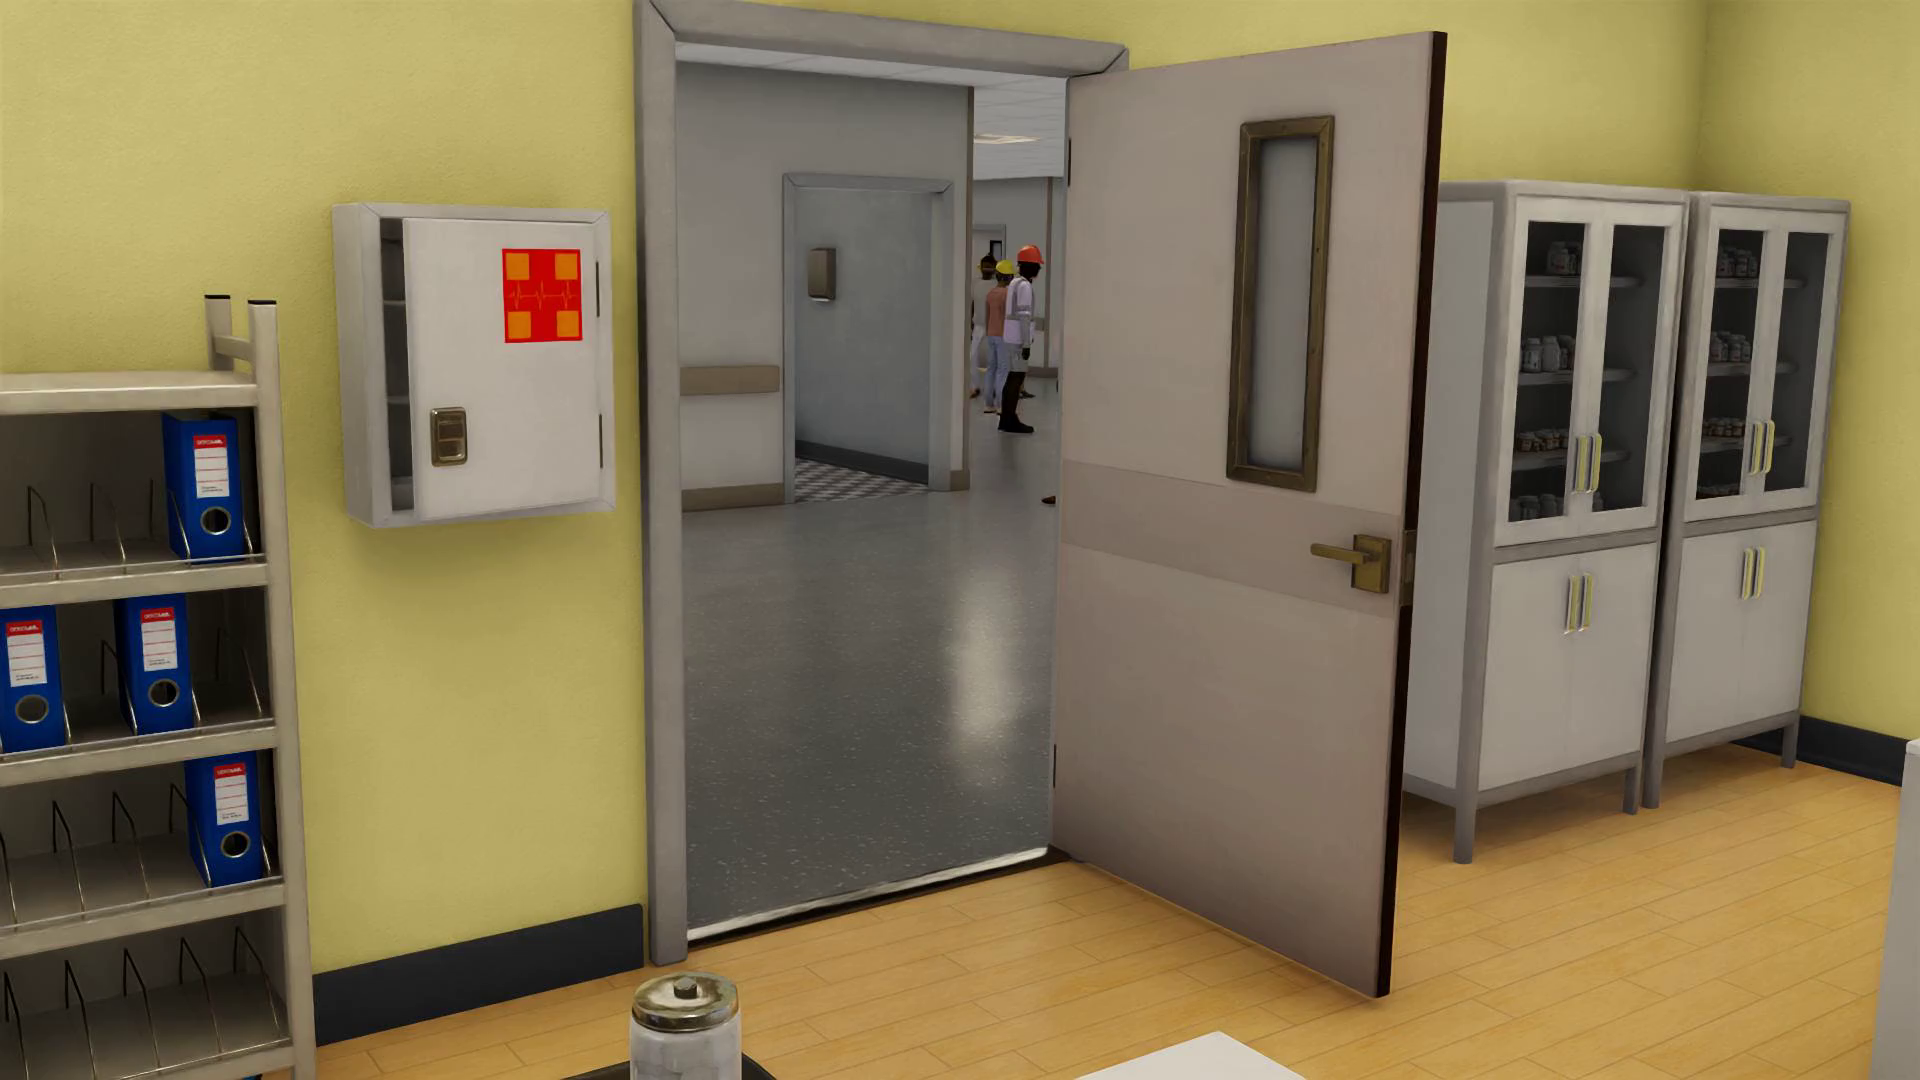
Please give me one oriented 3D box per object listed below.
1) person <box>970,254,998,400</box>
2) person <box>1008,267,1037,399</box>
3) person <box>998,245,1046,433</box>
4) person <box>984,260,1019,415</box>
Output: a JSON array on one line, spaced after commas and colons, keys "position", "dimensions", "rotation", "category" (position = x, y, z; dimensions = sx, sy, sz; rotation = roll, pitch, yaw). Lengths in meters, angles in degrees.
[{"position": [0.316, -2.687, 21.067], "dimensions": [0.542, 1.833, 0.681], "rotation": [4, 10, 19], "category": "person"}, {"position": [0.817, -2.681, 21.341], "dimensions": [0.347, 1.741, 0.564], "rotation": [5, 11, 25], "category": "person"}, {"position": [0.650, -2.059, 17.099], "dimensions": [0.431, 1.924, 0.556], "rotation": [-1, 10, -10], "category": "person"}, {"position": [0.487, -2.317, 19.075], "dimensions": [0.324, 1.767, 0.533], "rotation": [-5, 11, -32], "category": "person"}]
